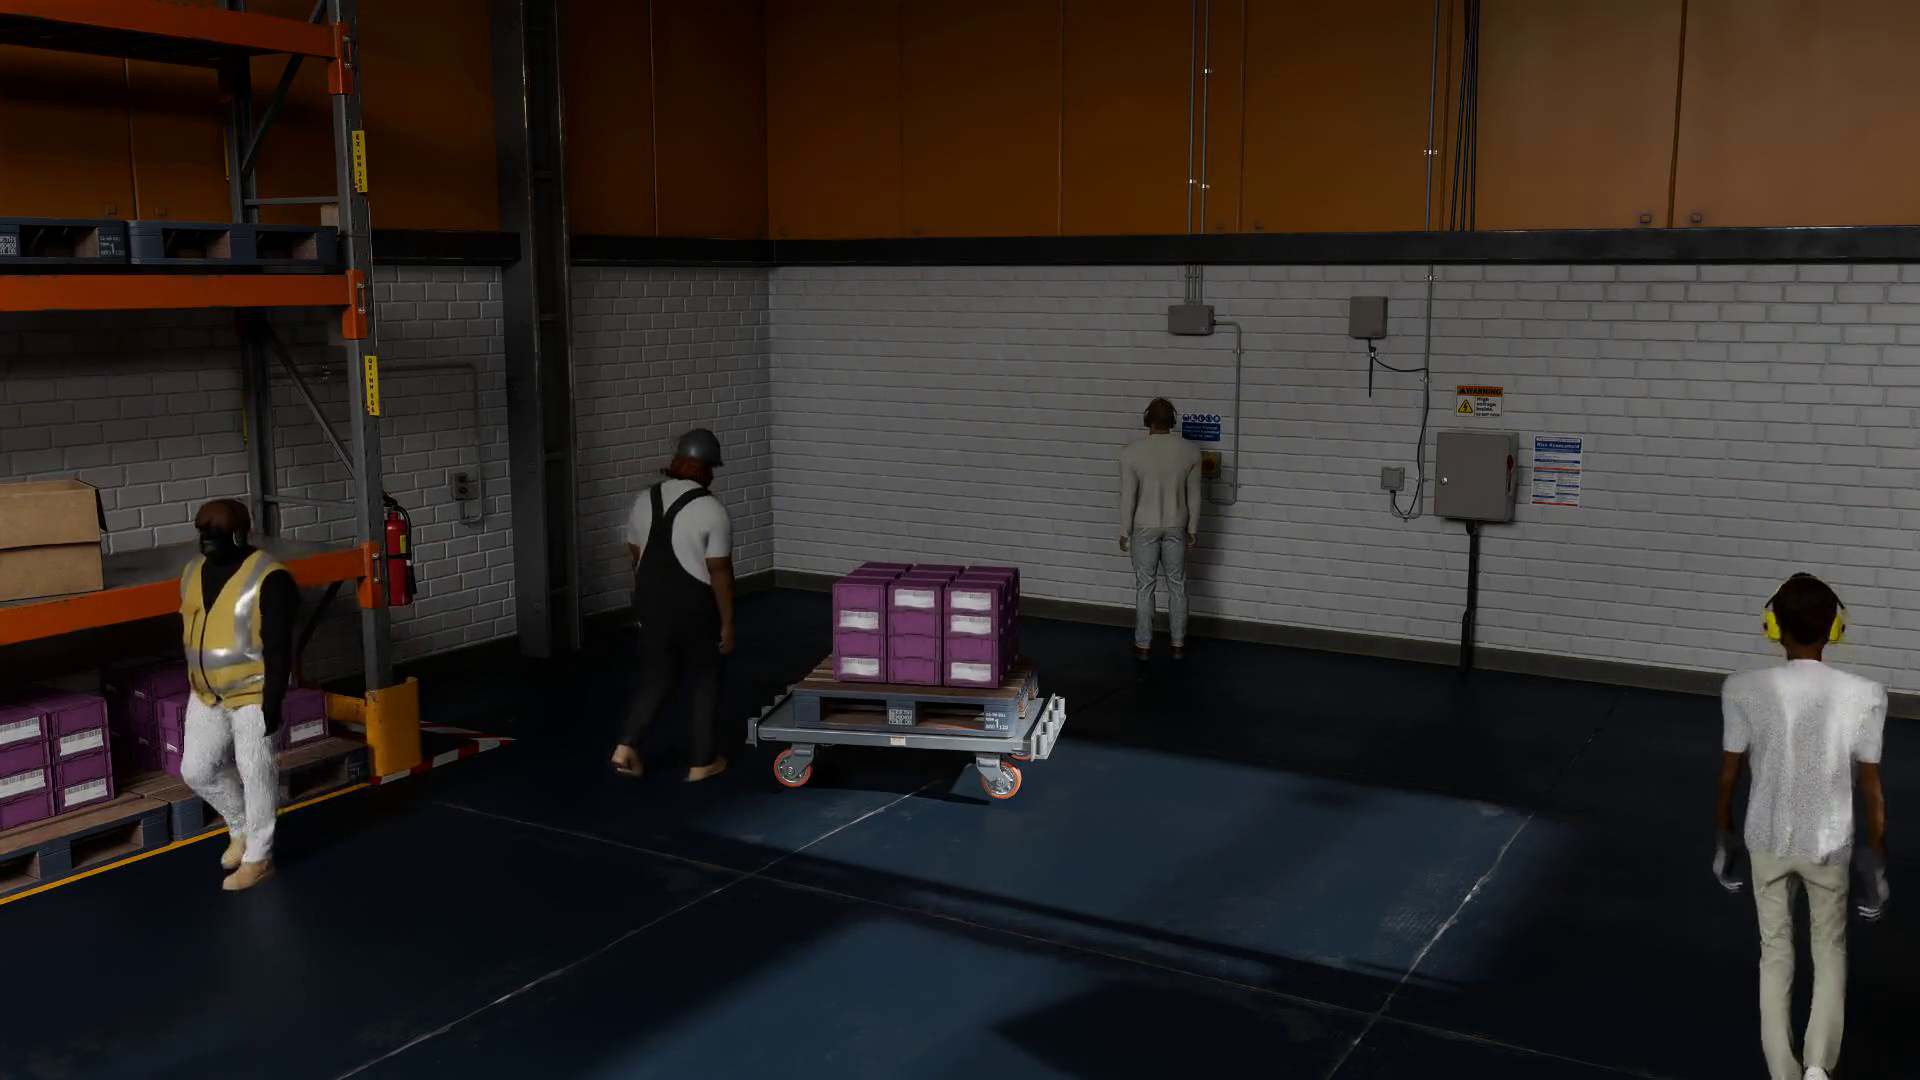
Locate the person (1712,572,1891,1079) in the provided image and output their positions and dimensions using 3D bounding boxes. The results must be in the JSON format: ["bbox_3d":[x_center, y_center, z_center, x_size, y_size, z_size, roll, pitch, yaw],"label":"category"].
[{"bbox_3d":[2.797,1.035,5.549,0.541,1.847,0.396,4,10,25],"label":"person"}]

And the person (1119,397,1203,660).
[{"bbox_3d":[1.460,-0.078,12.224,0.630,1.940,0.373,-1,9,-9],"label":"person"}]

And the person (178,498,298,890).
[{"bbox_3d":[-3.331,0.708,7.676,0.621,1.826,0.435,3,10,18],"label":"person"}]

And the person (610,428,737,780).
[{"bbox_3d":[-1.576,0.349,9.246,0.733,2.000,0.774,5,11,31],"label":"person"}]
